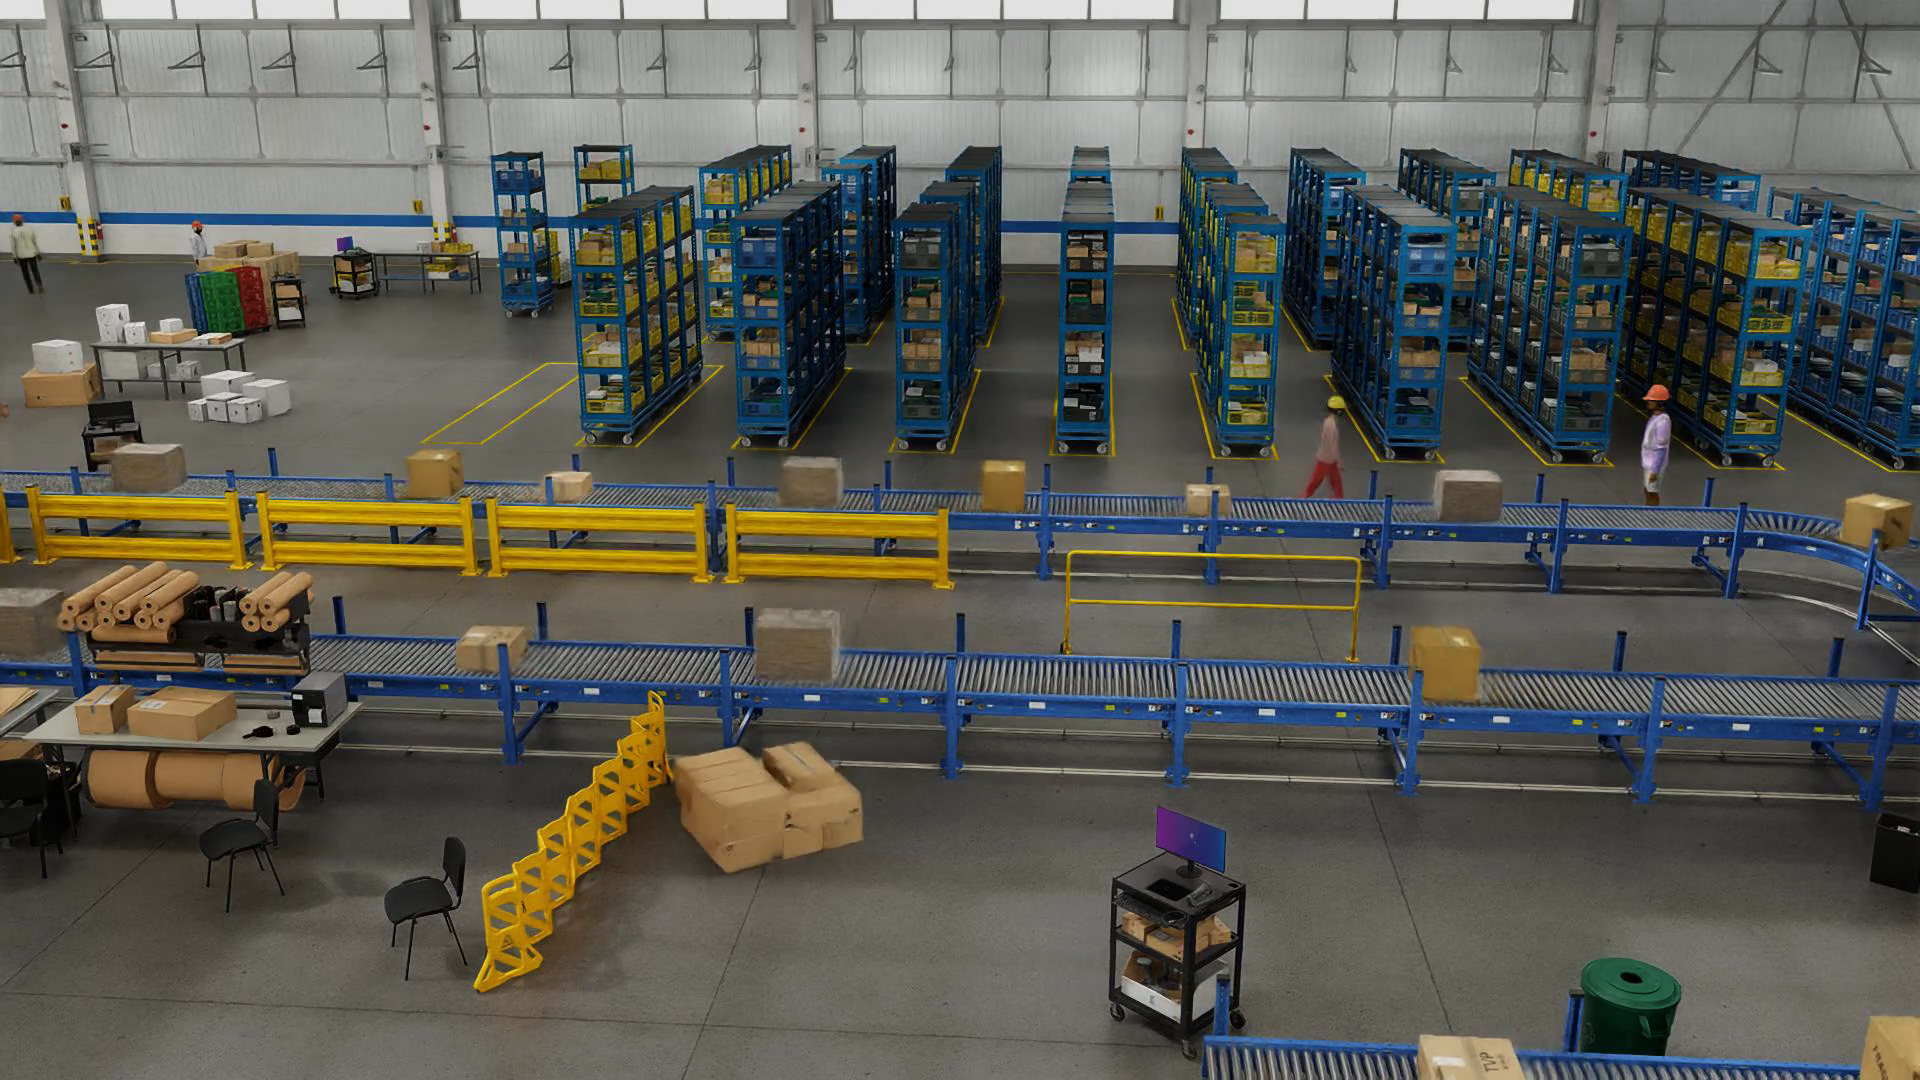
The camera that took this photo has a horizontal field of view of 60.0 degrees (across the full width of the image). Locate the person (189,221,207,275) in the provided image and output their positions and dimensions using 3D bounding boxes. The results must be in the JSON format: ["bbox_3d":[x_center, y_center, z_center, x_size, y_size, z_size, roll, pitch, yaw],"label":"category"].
[{"bbox_3d":[-18.555,-6.922,40.653,0.326,1.752,0.563,-1,18,-3],"label":"person"}]

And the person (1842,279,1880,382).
[{"bbox_3d":[16.392,-3.778,30.346,0.928,1.952,0.635,9,19,26],"label":"person"}]

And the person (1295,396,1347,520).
[{"bbox_3d":[4.950,-1.071,22.160,0.946,1.713,0.537,4,18,12],"label":"person"}]

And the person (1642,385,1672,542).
[{"bbox_3d":[8.869,-0.983,21.334,0.397,2.044,0.609,4,18,14],"label":"person"}]

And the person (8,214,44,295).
[{"bbox_3d":[-22.629,-6.912,40.280,0.660,1.961,0.424,-14,22,-37],"label":"person"}]
